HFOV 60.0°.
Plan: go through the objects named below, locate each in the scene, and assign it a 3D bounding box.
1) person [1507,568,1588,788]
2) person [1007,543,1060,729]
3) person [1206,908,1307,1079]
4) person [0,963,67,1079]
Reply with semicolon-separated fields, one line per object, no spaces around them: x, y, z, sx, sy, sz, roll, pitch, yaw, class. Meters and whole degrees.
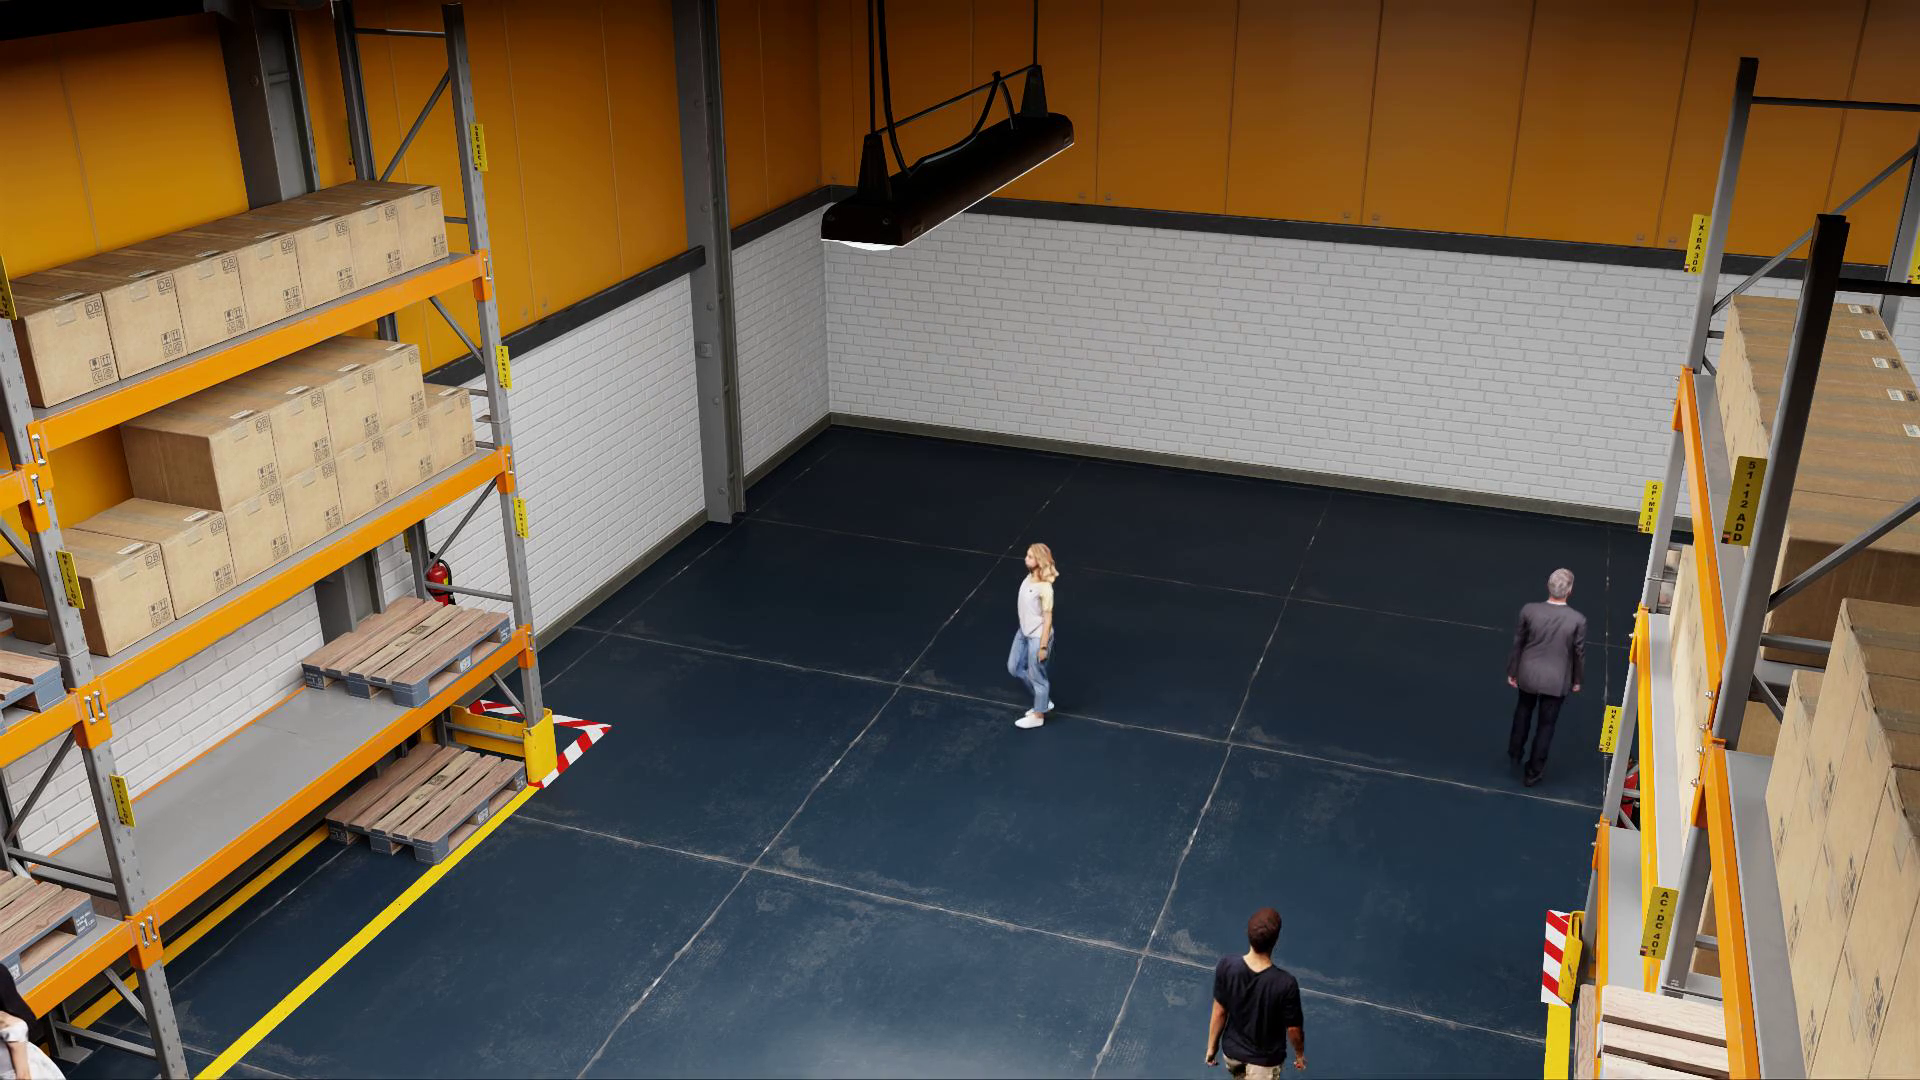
4.585;1.108;13.102;0.783;1.829;0.753;16;28;31;person
0.723;0.802;13.942;0.826;1.717;0.754;-7;25;-16;person
1.572;2.875;9.079;0.828;1.814;1.248;14;27;28;person
-4.992;2.978;8.899;0.799;1.769;0.776;-19;30;-36;person
